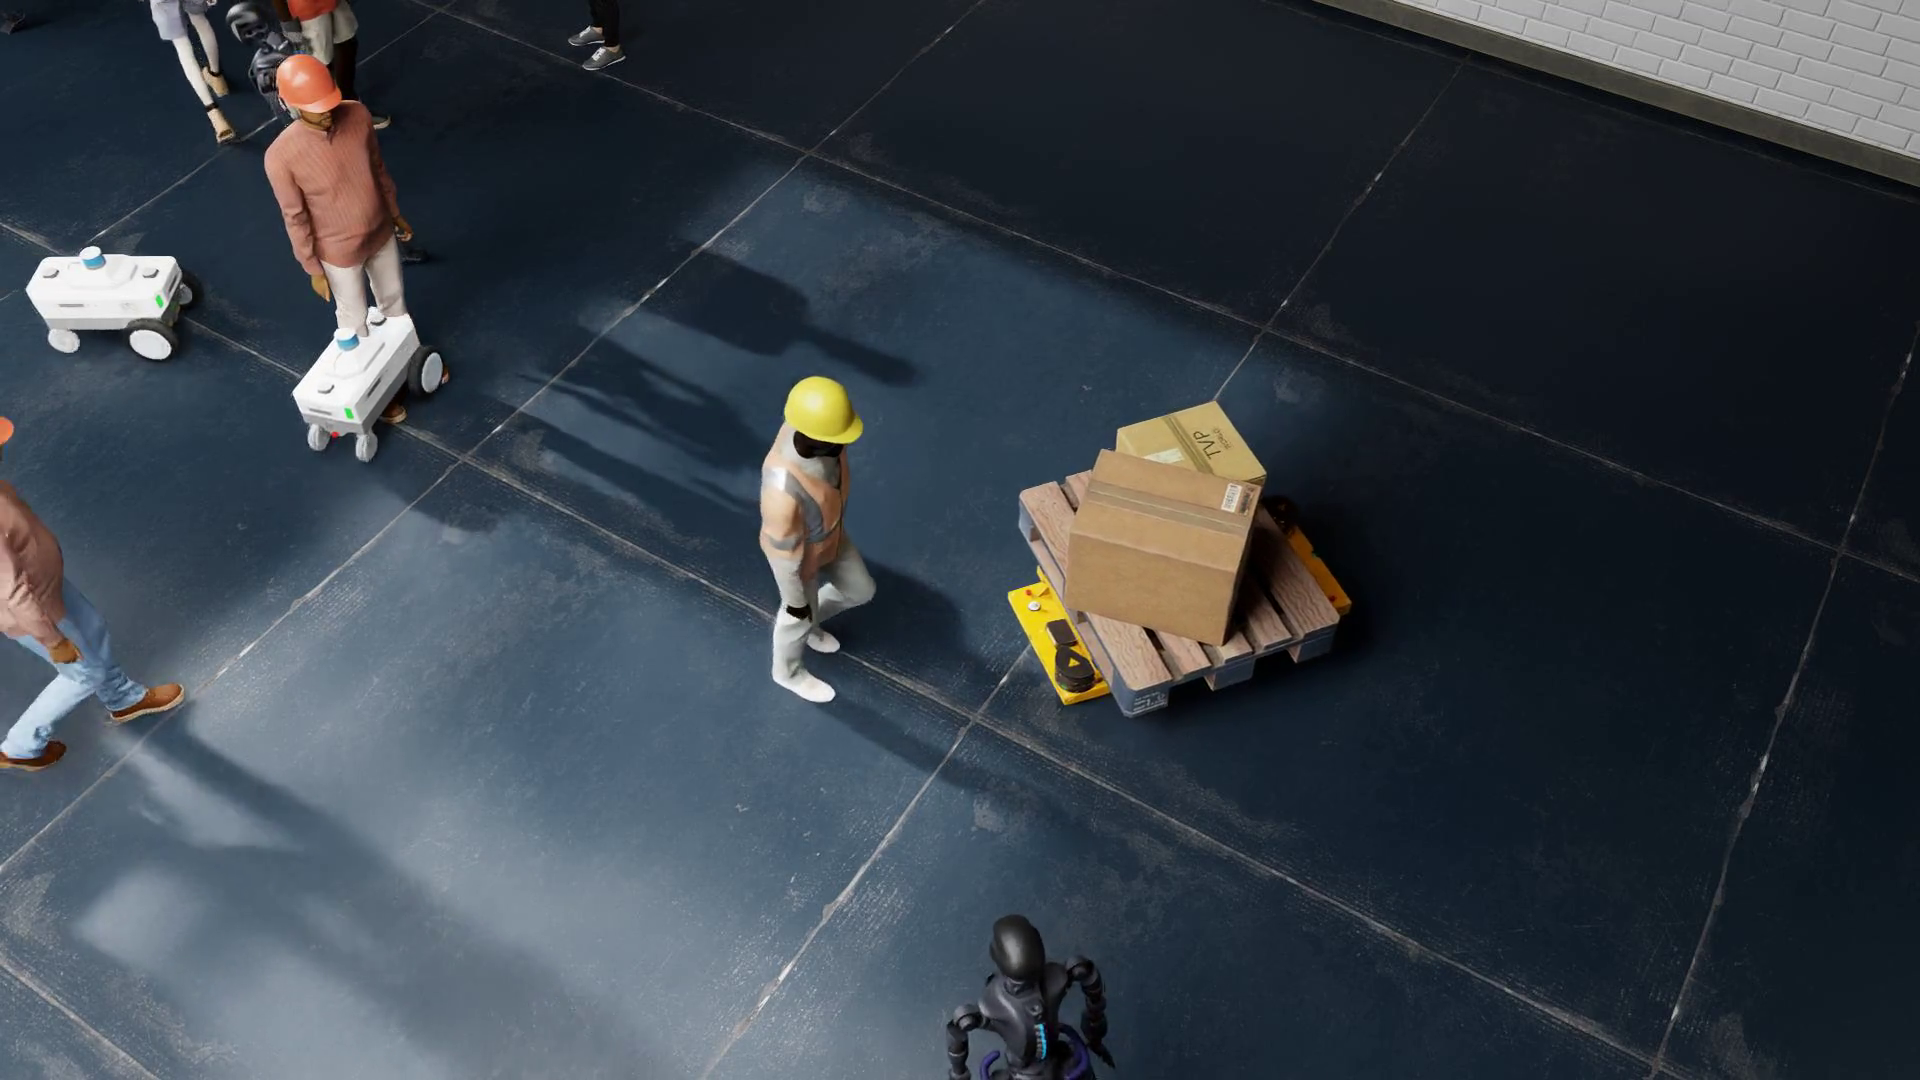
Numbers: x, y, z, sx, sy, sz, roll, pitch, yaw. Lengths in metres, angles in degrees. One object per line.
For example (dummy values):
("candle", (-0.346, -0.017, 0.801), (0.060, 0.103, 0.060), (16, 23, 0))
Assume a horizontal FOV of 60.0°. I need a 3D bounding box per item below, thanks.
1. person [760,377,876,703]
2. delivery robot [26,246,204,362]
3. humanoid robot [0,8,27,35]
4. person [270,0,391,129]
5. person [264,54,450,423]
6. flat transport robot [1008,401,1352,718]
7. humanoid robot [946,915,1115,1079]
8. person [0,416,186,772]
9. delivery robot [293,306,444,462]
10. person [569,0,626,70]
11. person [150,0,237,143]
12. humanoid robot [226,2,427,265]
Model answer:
("person", (-0.586, 0.012, 6.727), (0.506, 1.890, 0.616), (14, 50, 12))
("delivery robot", (-4.438, -1.273, 8.747), (0.811, 0.608, 0.499), (0, 49, 0))
("humanoid robot", (-6.433, -3.786, 10.228), (0.743, 1.651, 0.602), (-22, 52, -18))
("person", (-3.644, -3.051, 9.366), (0.393, 1.952, 0.615), (8, 49, 7))
("person", (-2.873, -1.433, 7.924), (0.394, 1.991, 0.622), (25, 53, 20))
("flat transport robot", (1.003, 0.258, 7.590), (1.431, 0.231, 0.659), (-17, 51, -14))
("humanoid robot", (0.238, 1.737, 5.373), (0.610, 1.638, 0.407), (-21, 52, -17))
("person", (-3.698, 0.238, 6.480), (0.668, 1.966, 0.647), (-24, 53, -20))
("delivery robot", (-2.994, -0.835, 8.367), (0.499, 0.613, 0.789), (12, 50, 10))
("person", (-2.314, -3.711, 10.068), (0.437, 1.757, 0.774), (-18, 51, -15))
("person", (-4.533, -3.236, 9.596), (0.475, 1.855, 0.910), (-25, 53, -20))
("humanoid robot", (-3.337, -2.101, 8.756), (0.727, 1.636, 0.606), (-6, 49, -5))
